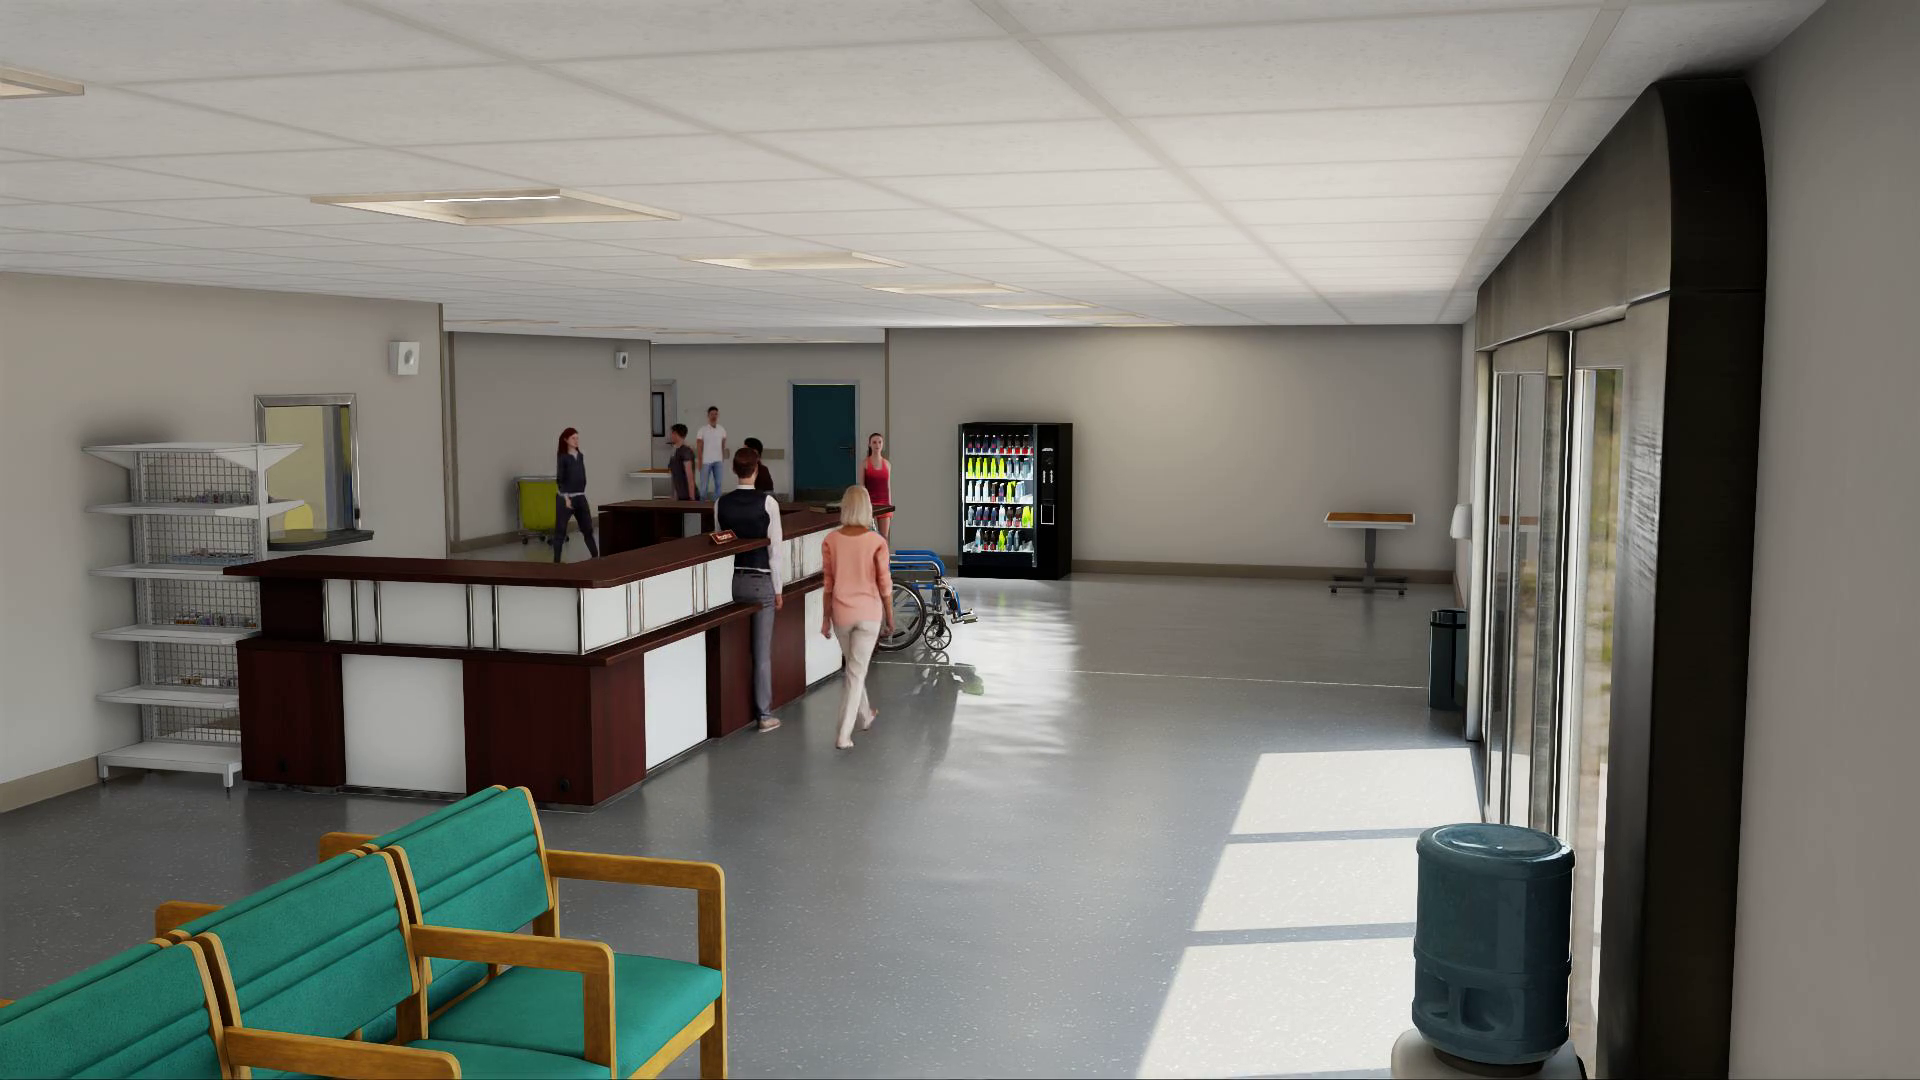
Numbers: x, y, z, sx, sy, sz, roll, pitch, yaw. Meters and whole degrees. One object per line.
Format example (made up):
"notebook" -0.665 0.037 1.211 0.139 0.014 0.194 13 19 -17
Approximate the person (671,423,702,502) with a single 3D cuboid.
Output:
"person" -3.227 -0.476 19.922 0.843 1.826 0.835 -4 7 -37

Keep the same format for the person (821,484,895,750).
"person" -0.685 0.531 10.683 1.086 1.672 0.686 1 6 13

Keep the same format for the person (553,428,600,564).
"person" -4.778 -0.446 20.133 1.219 1.724 0.893 4 7 38

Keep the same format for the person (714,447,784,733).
"person" -1.453 0.327 11.392 0.482 1.935 0.690 2 6 15

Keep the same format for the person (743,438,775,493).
"person" -1.979 -0.166 17.359 1.206 1.721 1.091 -3 6 -24

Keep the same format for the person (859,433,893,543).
"person" -0.976 -0.367 19.196 0.662 1.754 0.732 -3 6 -24

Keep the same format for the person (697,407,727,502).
"person" -4.243 -1.329 28.287 1.071 1.848 1.083 -2 6 -23
